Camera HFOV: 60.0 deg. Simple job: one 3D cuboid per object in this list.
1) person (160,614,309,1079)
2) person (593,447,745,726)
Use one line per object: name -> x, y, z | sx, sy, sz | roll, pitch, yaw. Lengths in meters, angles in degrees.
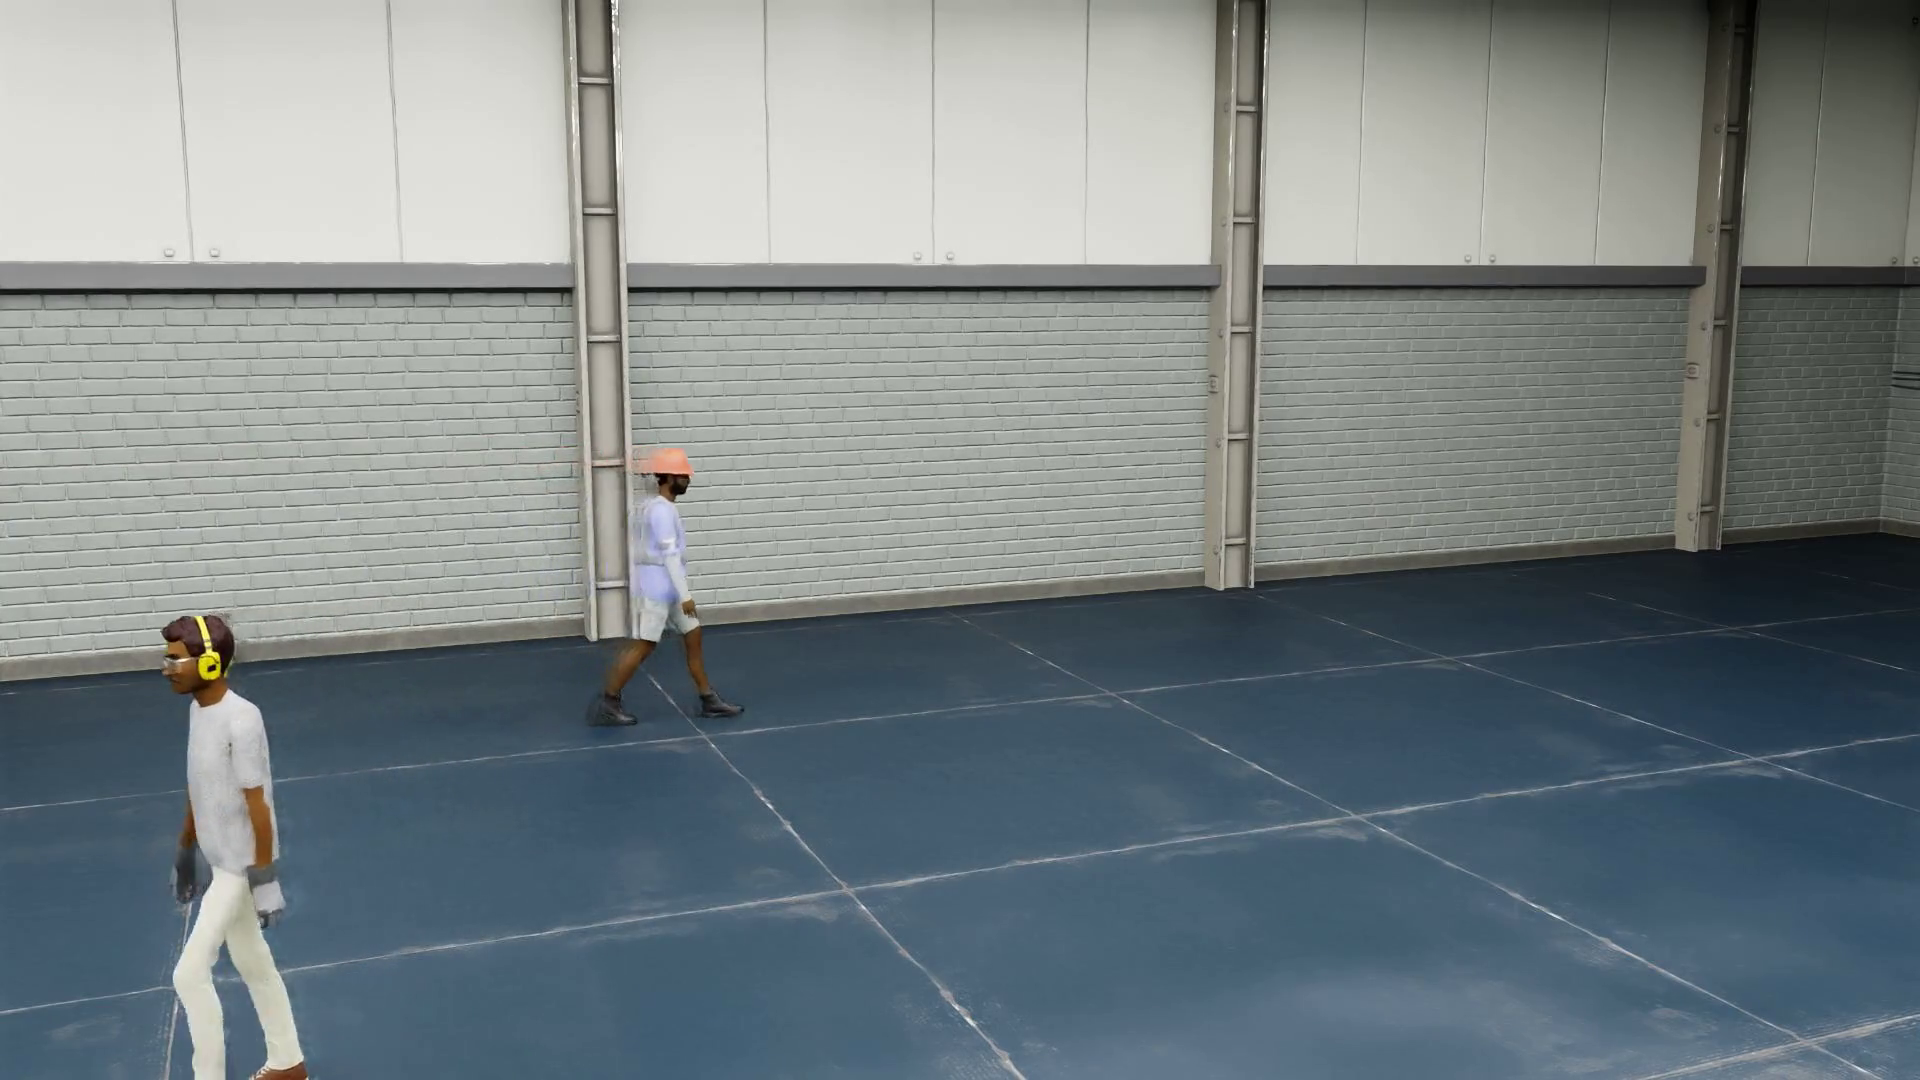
person -> -2.703, 1.180, 5.921 | 0.742, 1.842, 0.553 | -7, 11, -38
person -> -2.016, 0.320, 11.210 | 1.002, 1.894, 0.559 | -1, 9, -4
